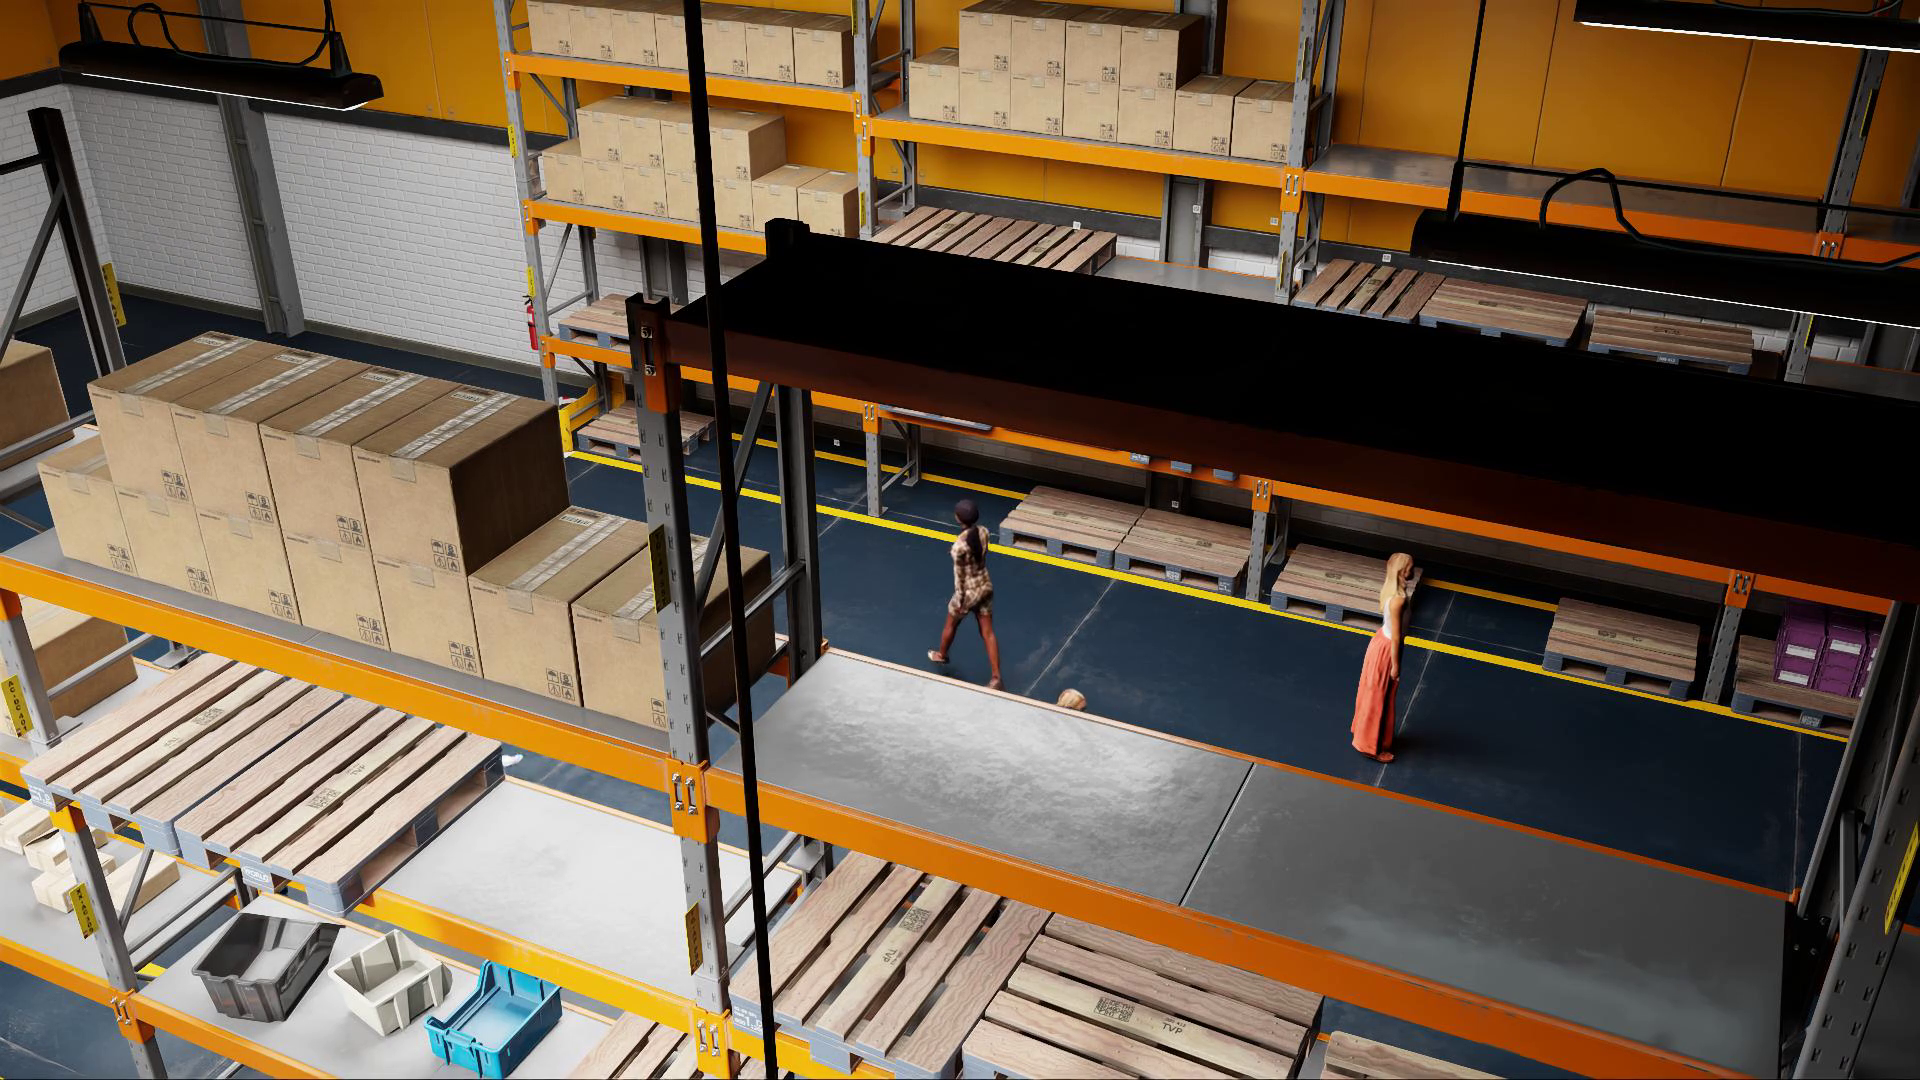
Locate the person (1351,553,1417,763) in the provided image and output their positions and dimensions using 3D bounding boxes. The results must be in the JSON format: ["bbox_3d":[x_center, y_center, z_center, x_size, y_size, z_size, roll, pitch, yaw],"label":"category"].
[{"bbox_3d":[3.357,0.898,13.085,0.646,1.803,0.672,6,29,11],"label":"person"}]

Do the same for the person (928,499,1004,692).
[{"bbox_3d":[0.173,0.518,13.850,0.875,1.738,1.158,-23,36,-36],"label":"person"}]
